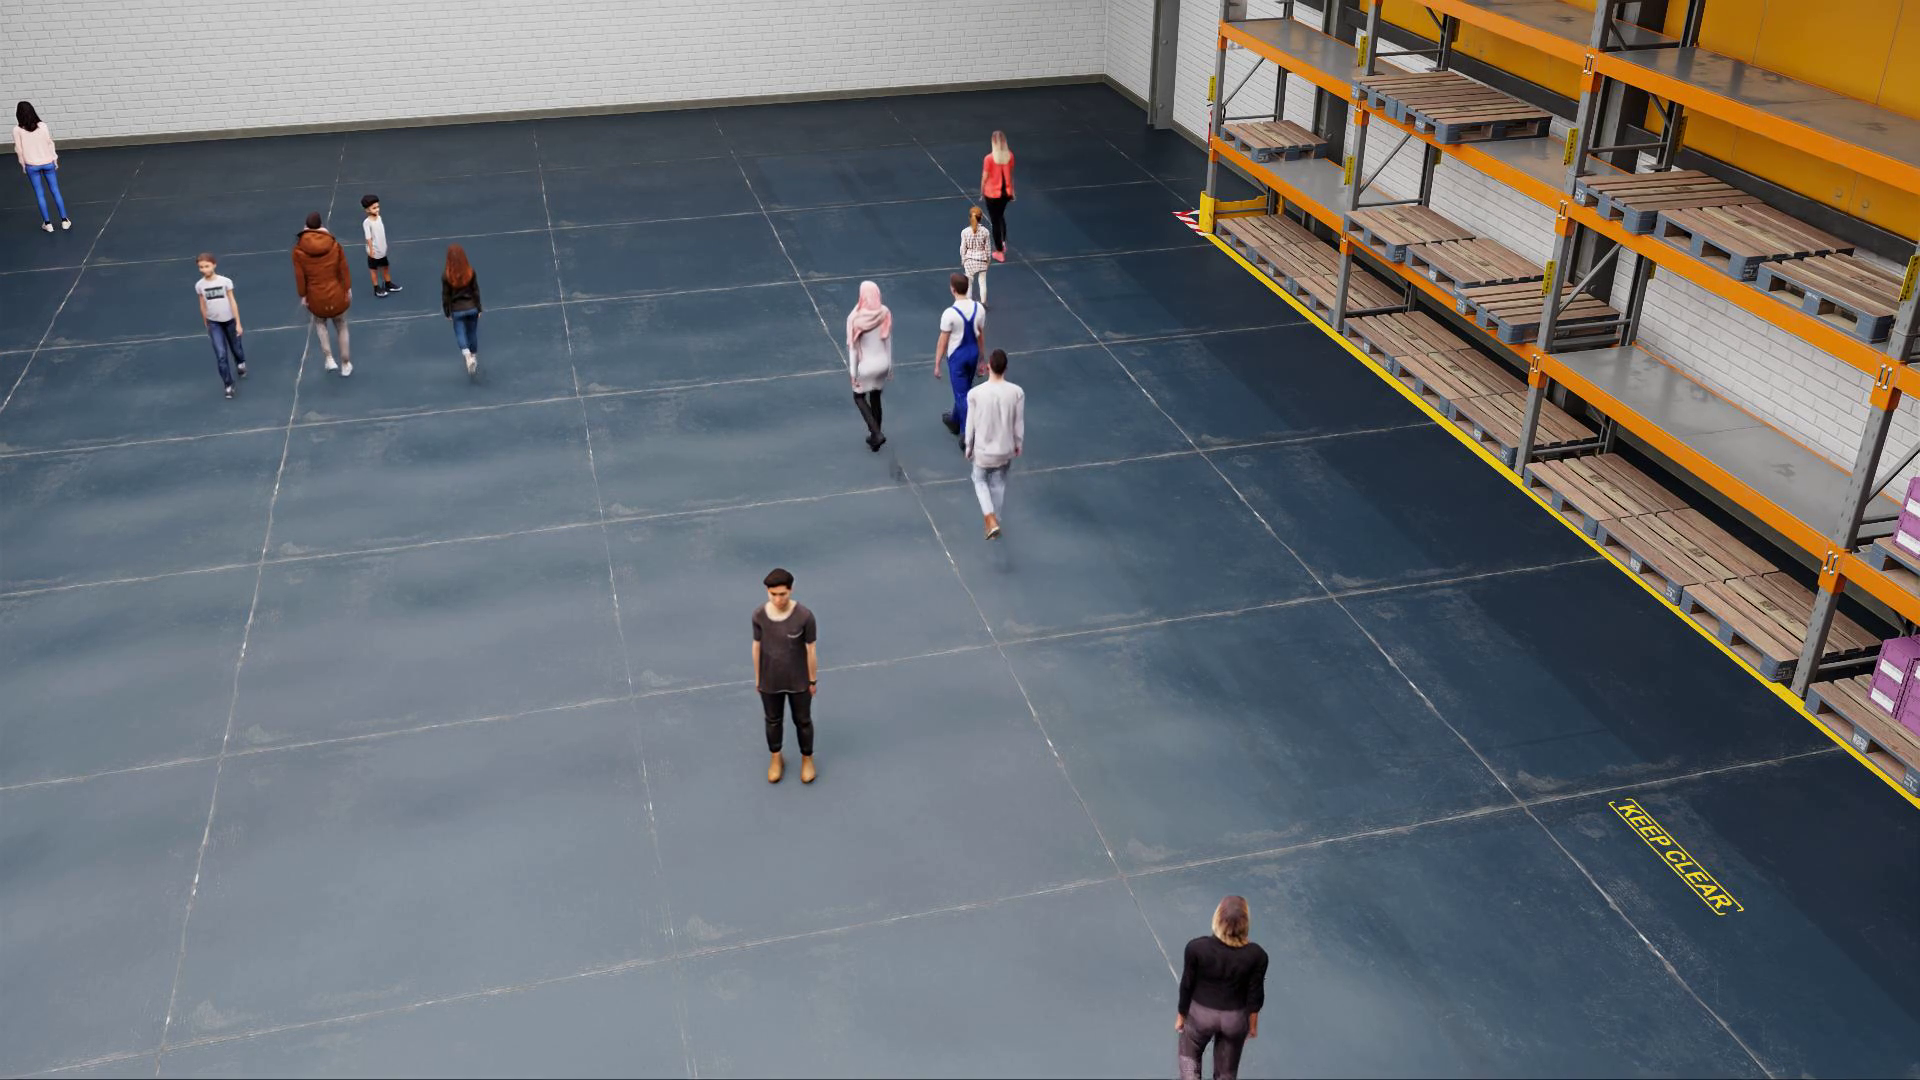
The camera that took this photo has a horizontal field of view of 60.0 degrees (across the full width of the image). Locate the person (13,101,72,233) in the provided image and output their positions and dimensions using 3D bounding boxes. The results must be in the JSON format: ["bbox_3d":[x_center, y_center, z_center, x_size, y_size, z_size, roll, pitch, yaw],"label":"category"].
[{"bbox_3d":[-12.555,-5.104,22.693,0.704,1.769,0.654,-17,33,-28],"label":"person"}]

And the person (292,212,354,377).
[{"bbox_3d":[-6.897,-2.634,18.109,0.721,1.822,0.708,-9,30,-16],"label":"person"}]

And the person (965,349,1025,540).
[{"bbox_3d":[0.311,-0.788,14.721,0.738,1.825,0.824,-4,29,-8],"label":"person"}]

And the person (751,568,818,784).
[{"bbox_3d":[-1.232,0.932,11.687,0.678,1.711,0.666,3,29,6],"label":"person"}]

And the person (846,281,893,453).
[{"bbox_3d":[-0.836,-1.652,16.342,0.706,1.791,0.863,-12,31,-21],"label":"person"}]

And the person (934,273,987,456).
[{"bbox_3d":[0.056,-1.713,16.427,0.842,1.816,1.164,-15,32,-26],"label":"person"}]

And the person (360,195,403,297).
[{"bbox_3d":[-7.246,-3.661,20.583,0.658,1.256,0.590,11,31,19],"label":"person"}]

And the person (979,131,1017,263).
[{"bbox_3d":[0.541,-4.428,21.544,0.682,1.682,0.709,-17,33,-28],"label":"person"}]

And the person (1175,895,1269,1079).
[{"bbox_3d":[1.342,2.589,8.699,0.743,1.664,0.847,3,29,5],"label":"person"}]

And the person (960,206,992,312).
[{"bbox_3d":[0.191,-3.371,19.993,0.589,1.312,0.604,1,29,2],"label":"person"}]

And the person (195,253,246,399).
[{"bbox_3d":[-7.928,-2.359,17.900,0.575,1.539,0.949,-9,30,-16],"label":"person"}]

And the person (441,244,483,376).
[{"bbox_3d":[-5.442,-2.520,18.269,0.667,1.469,0.873,-13,31,-23],"label":"person"}]
